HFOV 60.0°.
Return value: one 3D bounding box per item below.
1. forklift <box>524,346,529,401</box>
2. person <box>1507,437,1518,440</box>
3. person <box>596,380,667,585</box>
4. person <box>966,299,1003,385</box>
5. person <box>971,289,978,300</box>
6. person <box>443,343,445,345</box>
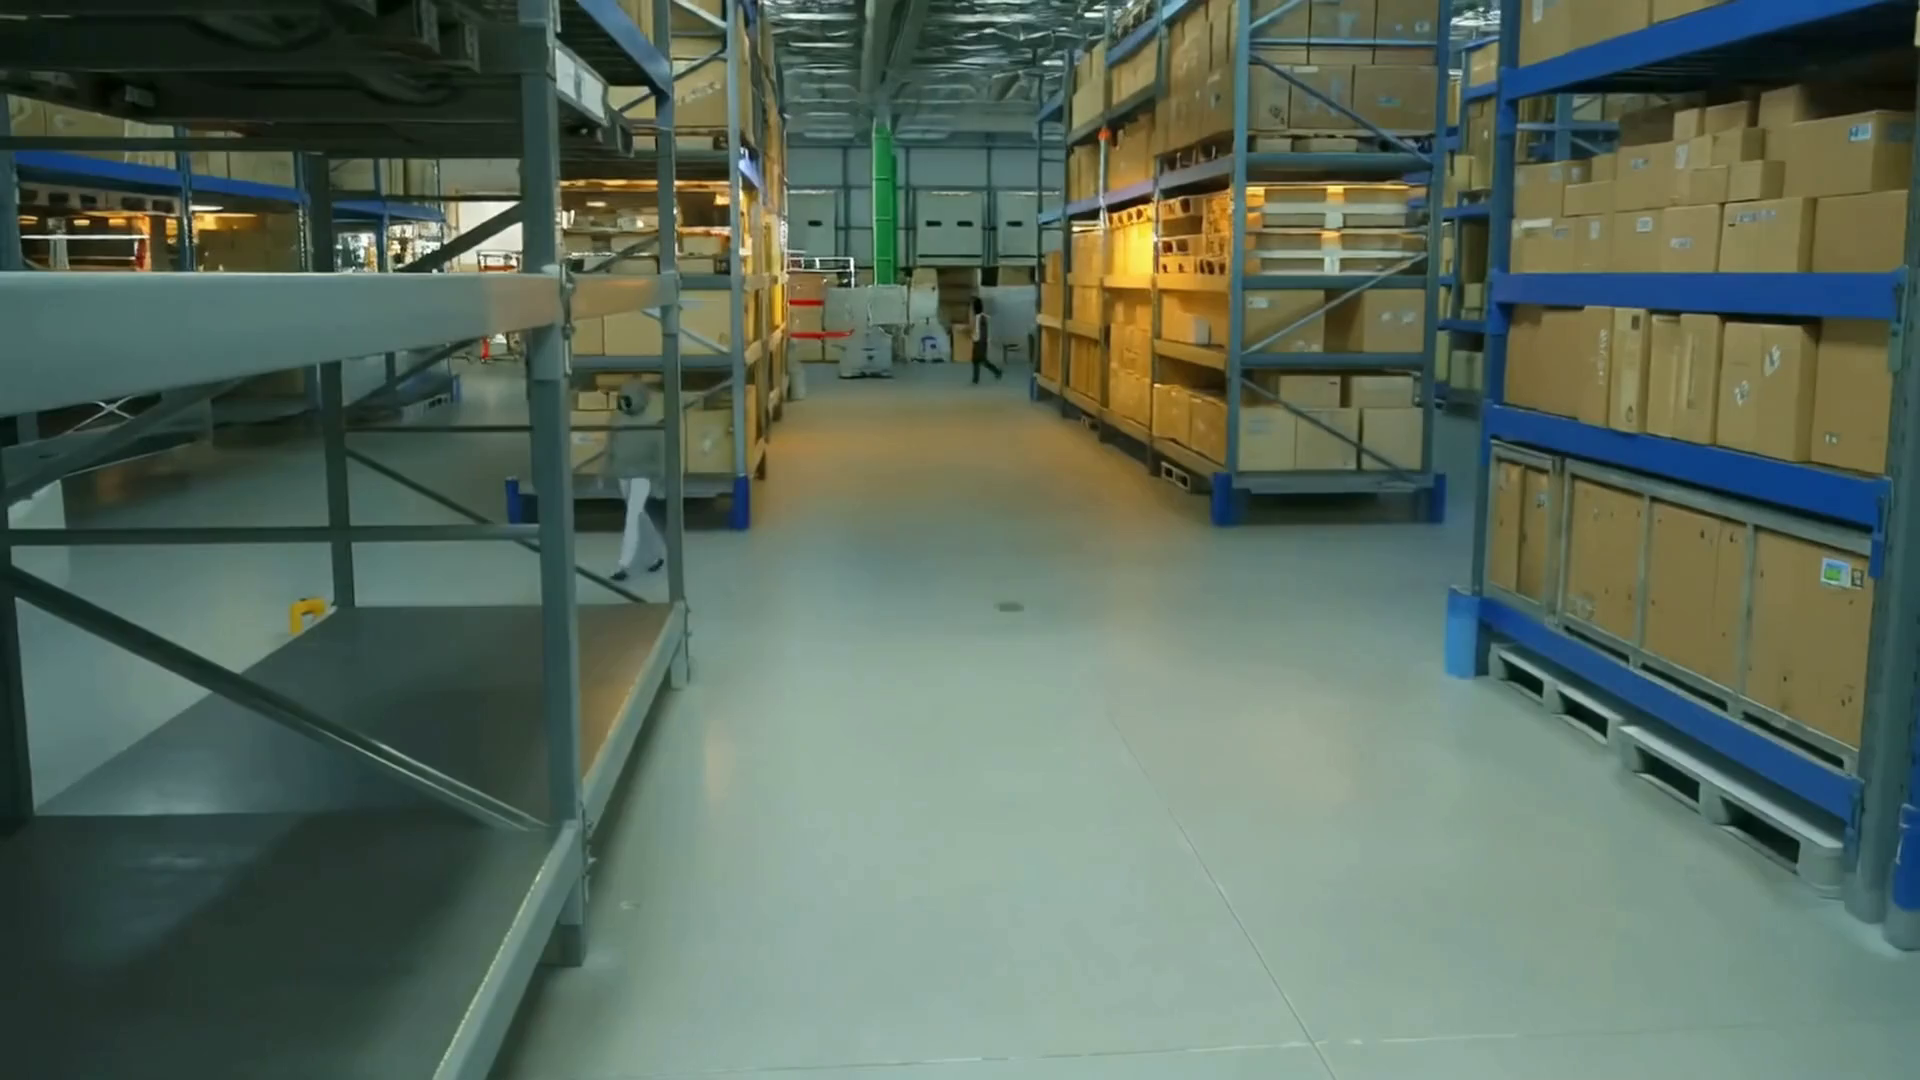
[{"bbox_3d":[-7.719,-4.117,31.982,1.129,2.768,1.873,-1,9,-4],"label":"forklift"},{"bbox_3d":[4.583,-0.559,12.806,0.944,1.860,0.665,-1,9,-6],"label":"person"},{"bbox_3d":[-2.568,-0.479,13.163,0.497,1.596,0.846,6,11,32],"label":"person"},{"bbox_3d":[0.528,-4.320,36.366,0.720,1.895,0.598,-2,9,-12],"label":"person"},{"bbox_3d":[0.563,-7.446,55.830,0.377,1.938,0.547,-3,10,-20],"label":"person"},{"bbox_3d":[-15.625,-6.356,49.357,0.832,1.811,0.534,-5,10,-30],"label":"person"}]
